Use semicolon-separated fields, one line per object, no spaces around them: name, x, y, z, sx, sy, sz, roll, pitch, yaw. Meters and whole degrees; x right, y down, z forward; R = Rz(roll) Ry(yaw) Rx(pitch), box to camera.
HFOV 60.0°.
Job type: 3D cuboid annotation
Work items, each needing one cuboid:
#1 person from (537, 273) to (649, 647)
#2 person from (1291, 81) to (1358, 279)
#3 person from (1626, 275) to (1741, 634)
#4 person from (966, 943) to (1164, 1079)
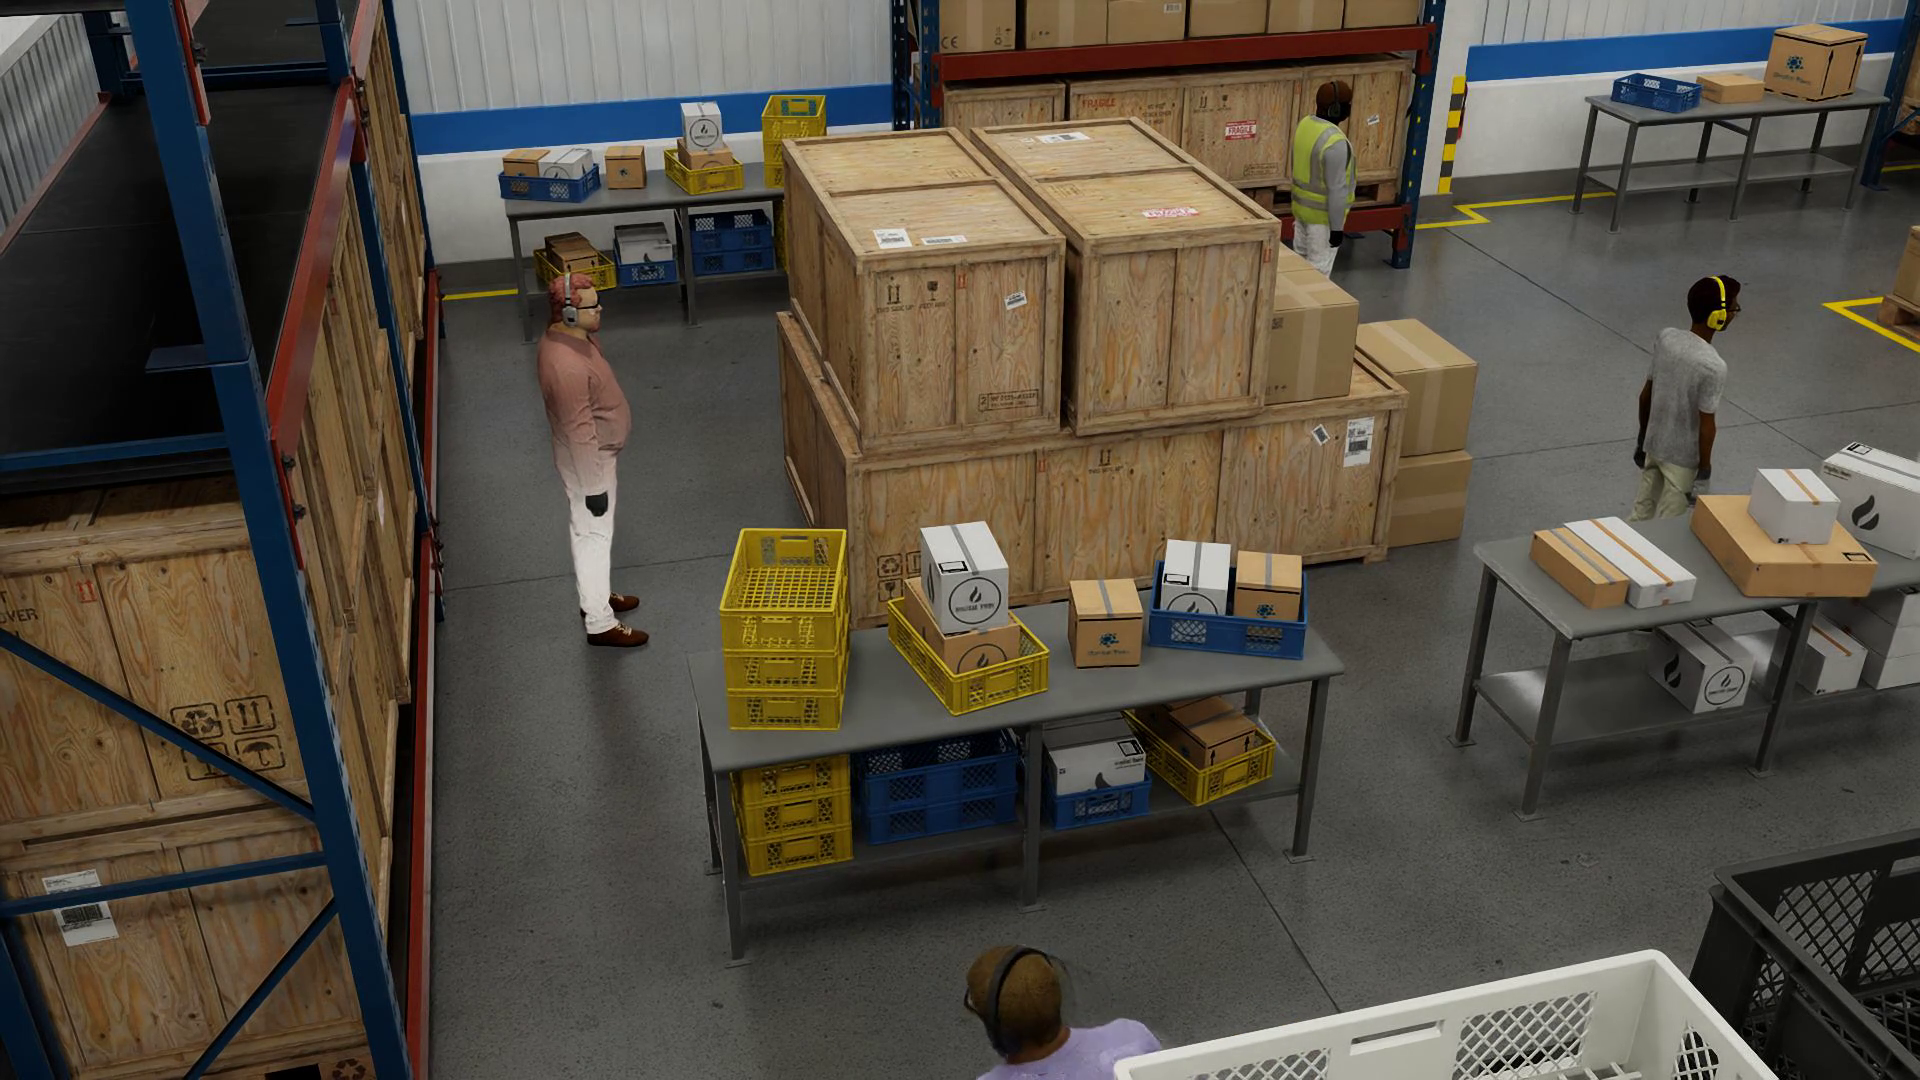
person;-1.790;-0.388;8.109;0.409;1.907;0.651;-8;30;-14
person;2.518;-2.268;11.587;0.429;1.843;0.633;-8;30;-14
person;3.527;-0.412;8.190;0.318;1.870;0.531;-8;30;-14
person;0.205;1.764;4.220;0.658;1.887;0.895;-19;34;-31
